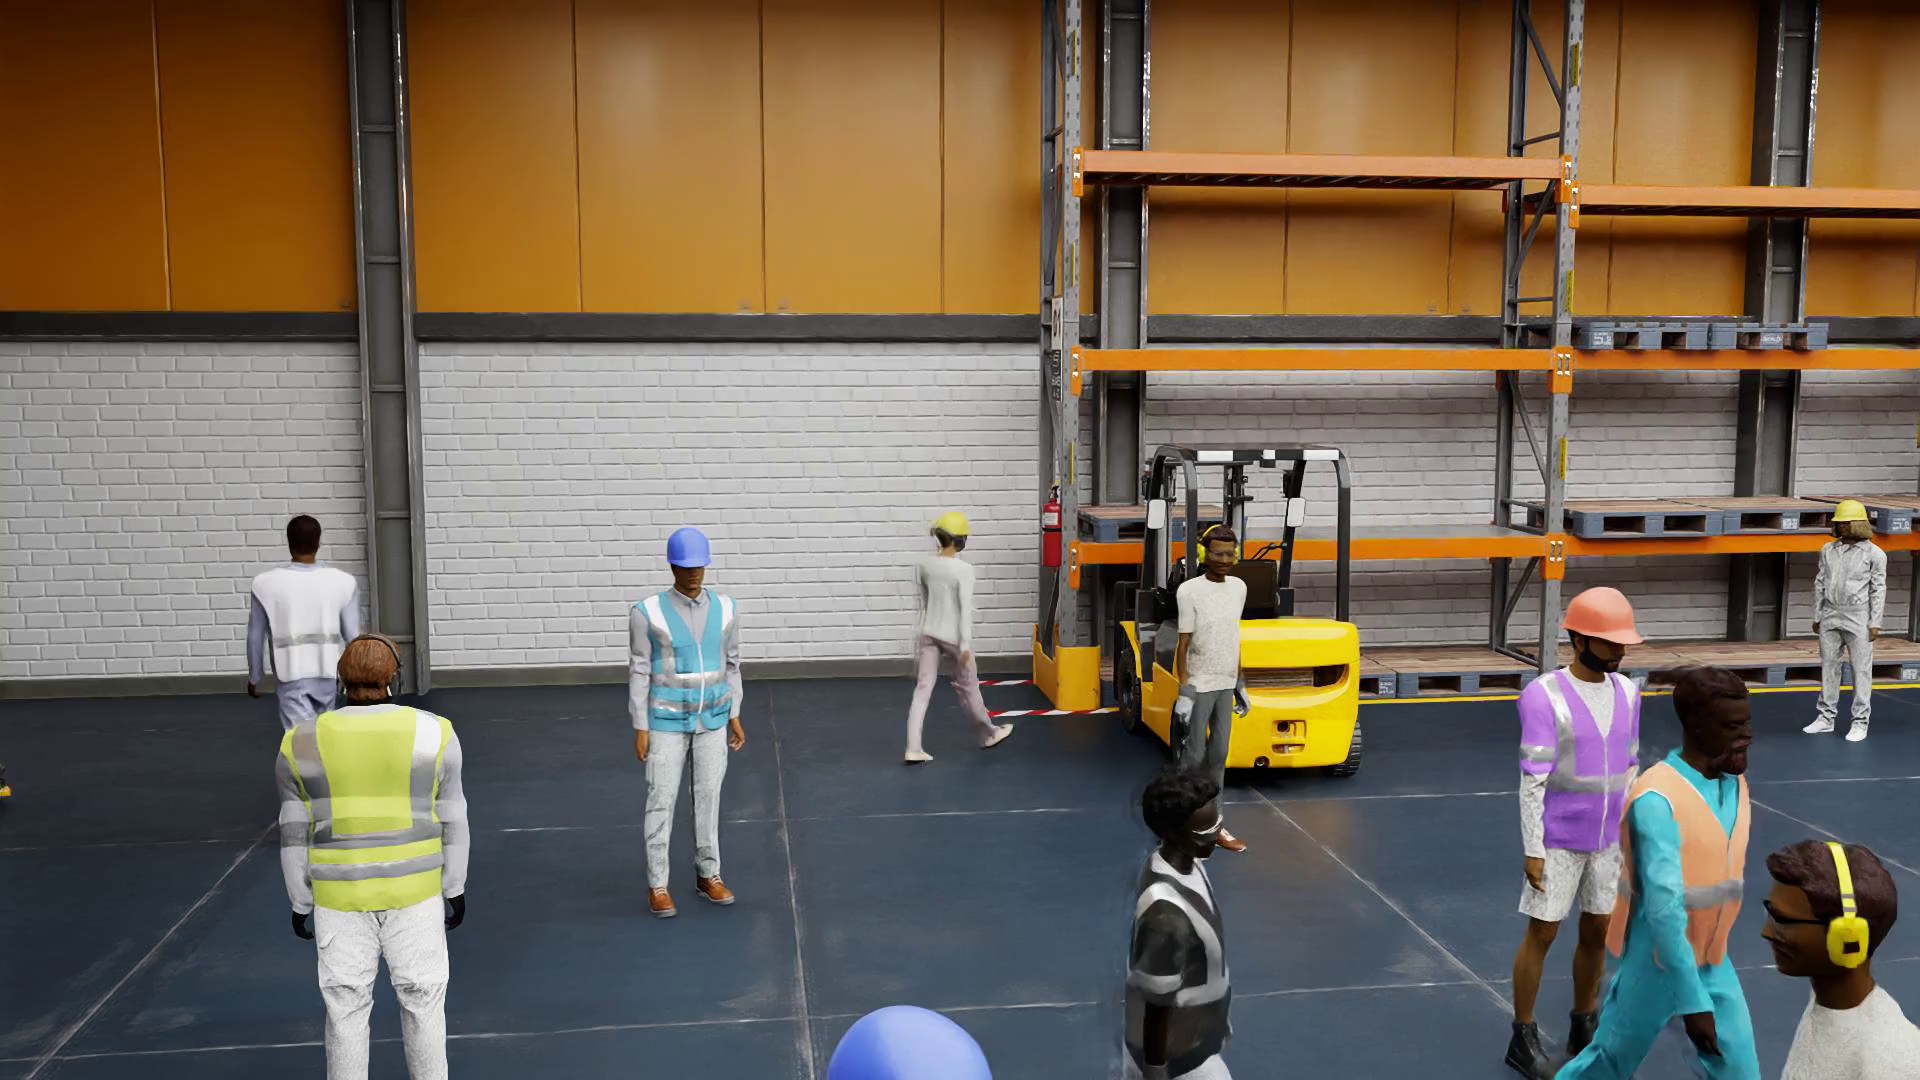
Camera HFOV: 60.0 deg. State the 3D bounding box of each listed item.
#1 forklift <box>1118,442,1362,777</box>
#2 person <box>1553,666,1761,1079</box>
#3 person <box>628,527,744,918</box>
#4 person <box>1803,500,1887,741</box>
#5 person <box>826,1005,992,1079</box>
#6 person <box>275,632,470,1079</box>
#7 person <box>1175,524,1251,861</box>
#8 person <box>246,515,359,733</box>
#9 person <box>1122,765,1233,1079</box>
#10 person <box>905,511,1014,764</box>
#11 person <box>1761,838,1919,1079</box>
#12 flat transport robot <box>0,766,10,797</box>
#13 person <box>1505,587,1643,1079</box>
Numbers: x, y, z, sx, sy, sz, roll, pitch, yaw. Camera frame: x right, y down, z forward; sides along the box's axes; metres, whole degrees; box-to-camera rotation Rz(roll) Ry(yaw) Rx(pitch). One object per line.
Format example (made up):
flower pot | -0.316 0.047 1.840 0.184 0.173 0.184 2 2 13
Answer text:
forklift | 1.912 0.418 11.496 1.214 2.155 2.313 -1 7 -8
person | 2.208 1.301 5.200 0.585 1.876 1.037 -4 8 -34
person | -1.360 0.899 8.353 0.609 1.946 0.405 -4 8 -33
person | 6.417 0.578 12.053 0.306 1.743 0.494 -4 8 -33
person | -0.037 1.595 2.299 0.417 1.940 0.607 5 9 40
person | -2.045 1.237 5.853 0.626 1.844 0.429 -2 7 -17
person | 1.417 0.835 9.280 0.516 1.865 0.325 -5 8 -35
person | -3.822 0.788 9.711 0.592 1.866 0.991 -5 8 -37
person | 0.609 1.446 4.838 0.848 1.653 0.532 1 7 4
person | -0.047 0.658 11.455 0.532 1.713 0.940 5 8 40
person | 1.740 1.517 3.333 0.343 1.862 0.523 2 7 14
flat transport robot | -6.636 1.475 10.576 1.431 0.197 0.652 6 9 43
person | 2.403 1.133 6.406 0.550 1.929 0.386 -2 7 -19
